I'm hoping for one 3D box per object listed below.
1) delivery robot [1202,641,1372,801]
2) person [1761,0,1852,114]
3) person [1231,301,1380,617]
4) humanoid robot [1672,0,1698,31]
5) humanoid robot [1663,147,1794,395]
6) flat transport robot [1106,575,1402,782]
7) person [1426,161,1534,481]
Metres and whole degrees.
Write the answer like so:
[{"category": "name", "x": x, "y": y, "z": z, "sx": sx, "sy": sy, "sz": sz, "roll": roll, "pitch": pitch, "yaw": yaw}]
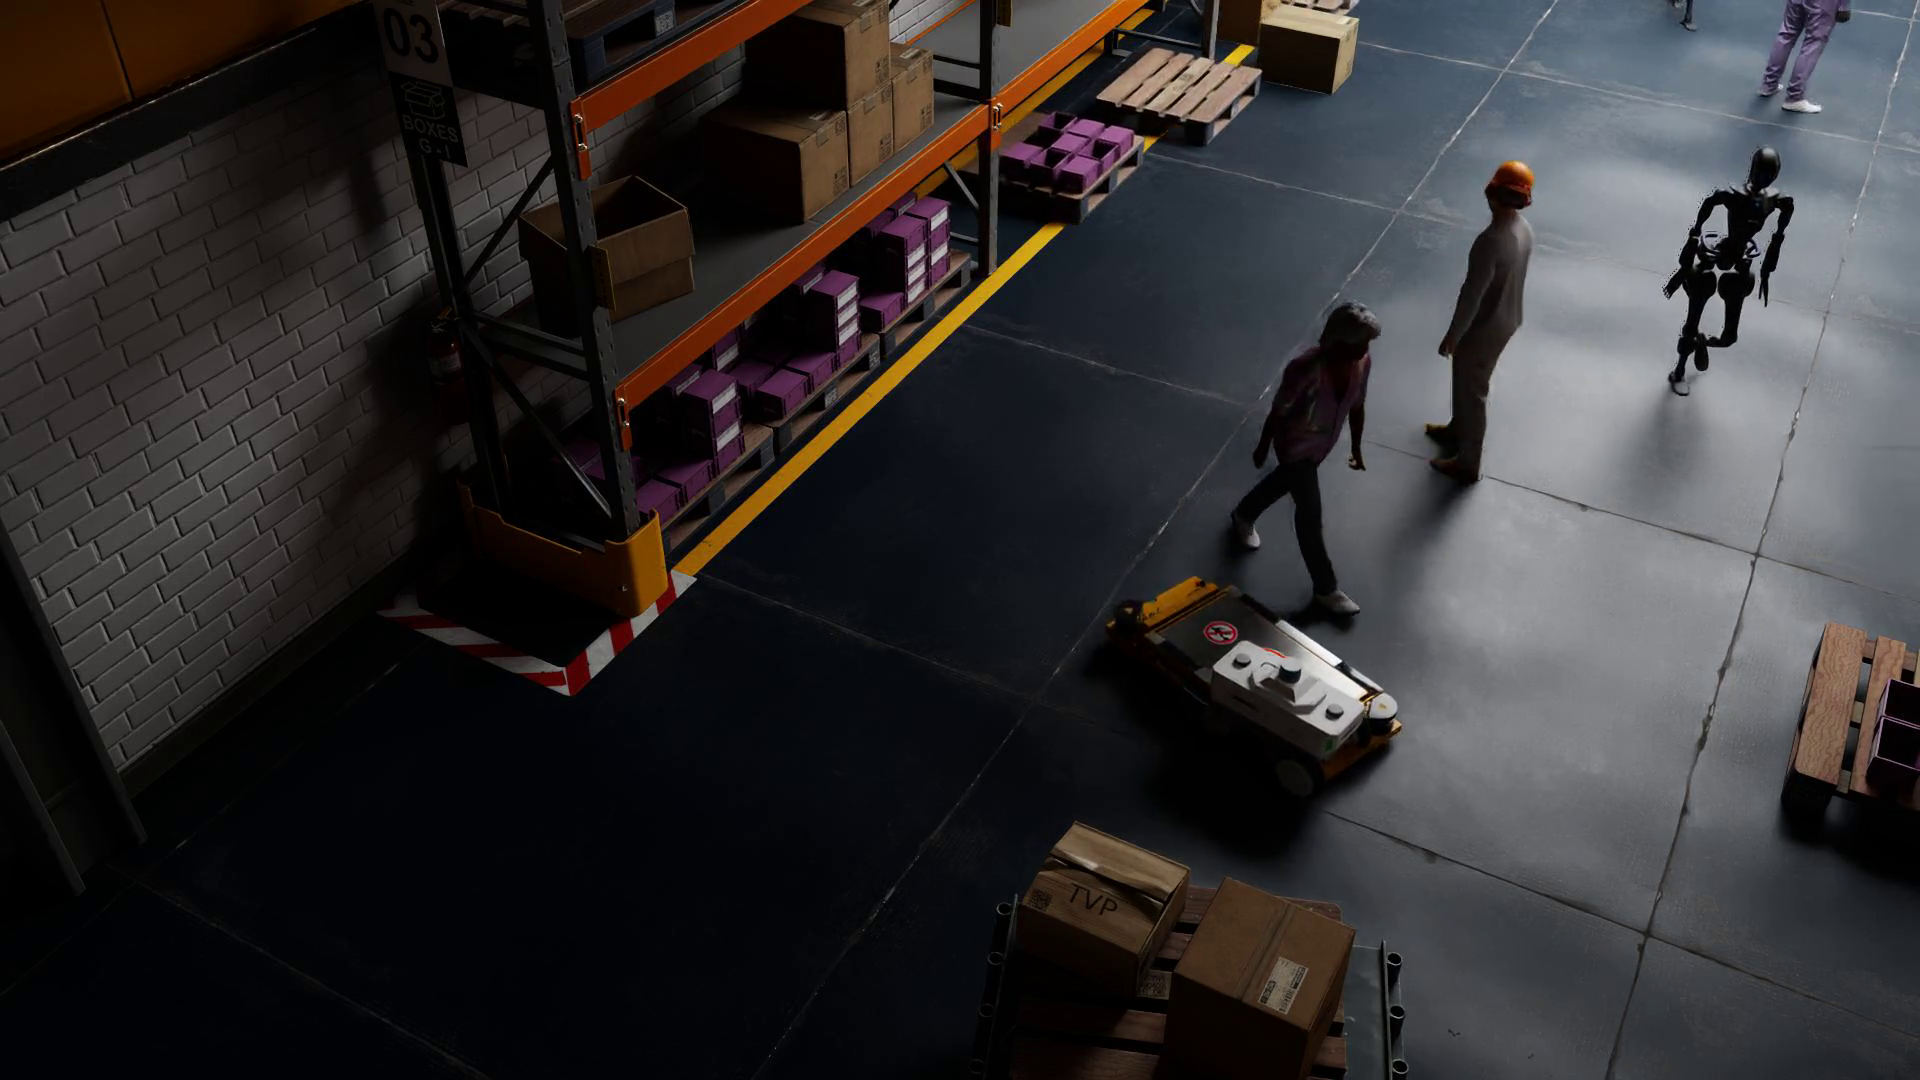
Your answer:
[{"category": "delivery robot", "x": 1.574, "y": 0.830, "z": 7.964, "sx": 0.790, "sy": 0.608, "sz": 0.499, "roll": 29, "pitch": 47, "yaw": 31}, {"category": "person", "x": 6.971, "y": -4.441, "z": 13.474, "sx": 0.402, "sy": 1.893, "sz": 0.670, "roll": -14, "pitch": 41, "yaw": -17}, {"category": "person", "x": 1.812, "y": -0.526, "z": 8.672, "sx": 0.518, "sy": 1.786, "sz": 1.008, "roll": -23, "pitch": 44, "yaw": -26}, {"category": "humanoid robot", "x": 6.748, "y": -5.508, "z": 15.030, "sx": 0.612, "sy": 1.641, "sz": 0.780, "roll": -5, "pitch": 39, "yaw": -6}, {"category": "humanoid robot", "x": 4.656, "y": -1.663, "z": 10.165, "sx": 0.609, "sy": 1.645, "sz": 0.388, "roll": 3, "pitch": 39, "yaw": 4}, {"category": "flat transport robot", "x": 1.463, "y": 0.662, "z": 8.392, "sx": 0.659, "sy": 0.231, "sz": 1.431, "roll": -26, "pitch": 46, "yaw": -29}, {"category": "person", "x": 3.010, "y": -1.230, "z": 9.491, "sx": 0.426, "sy": 1.853, "sz": 0.618, "roll": 22, "pitch": 44, "yaw": 26}]
